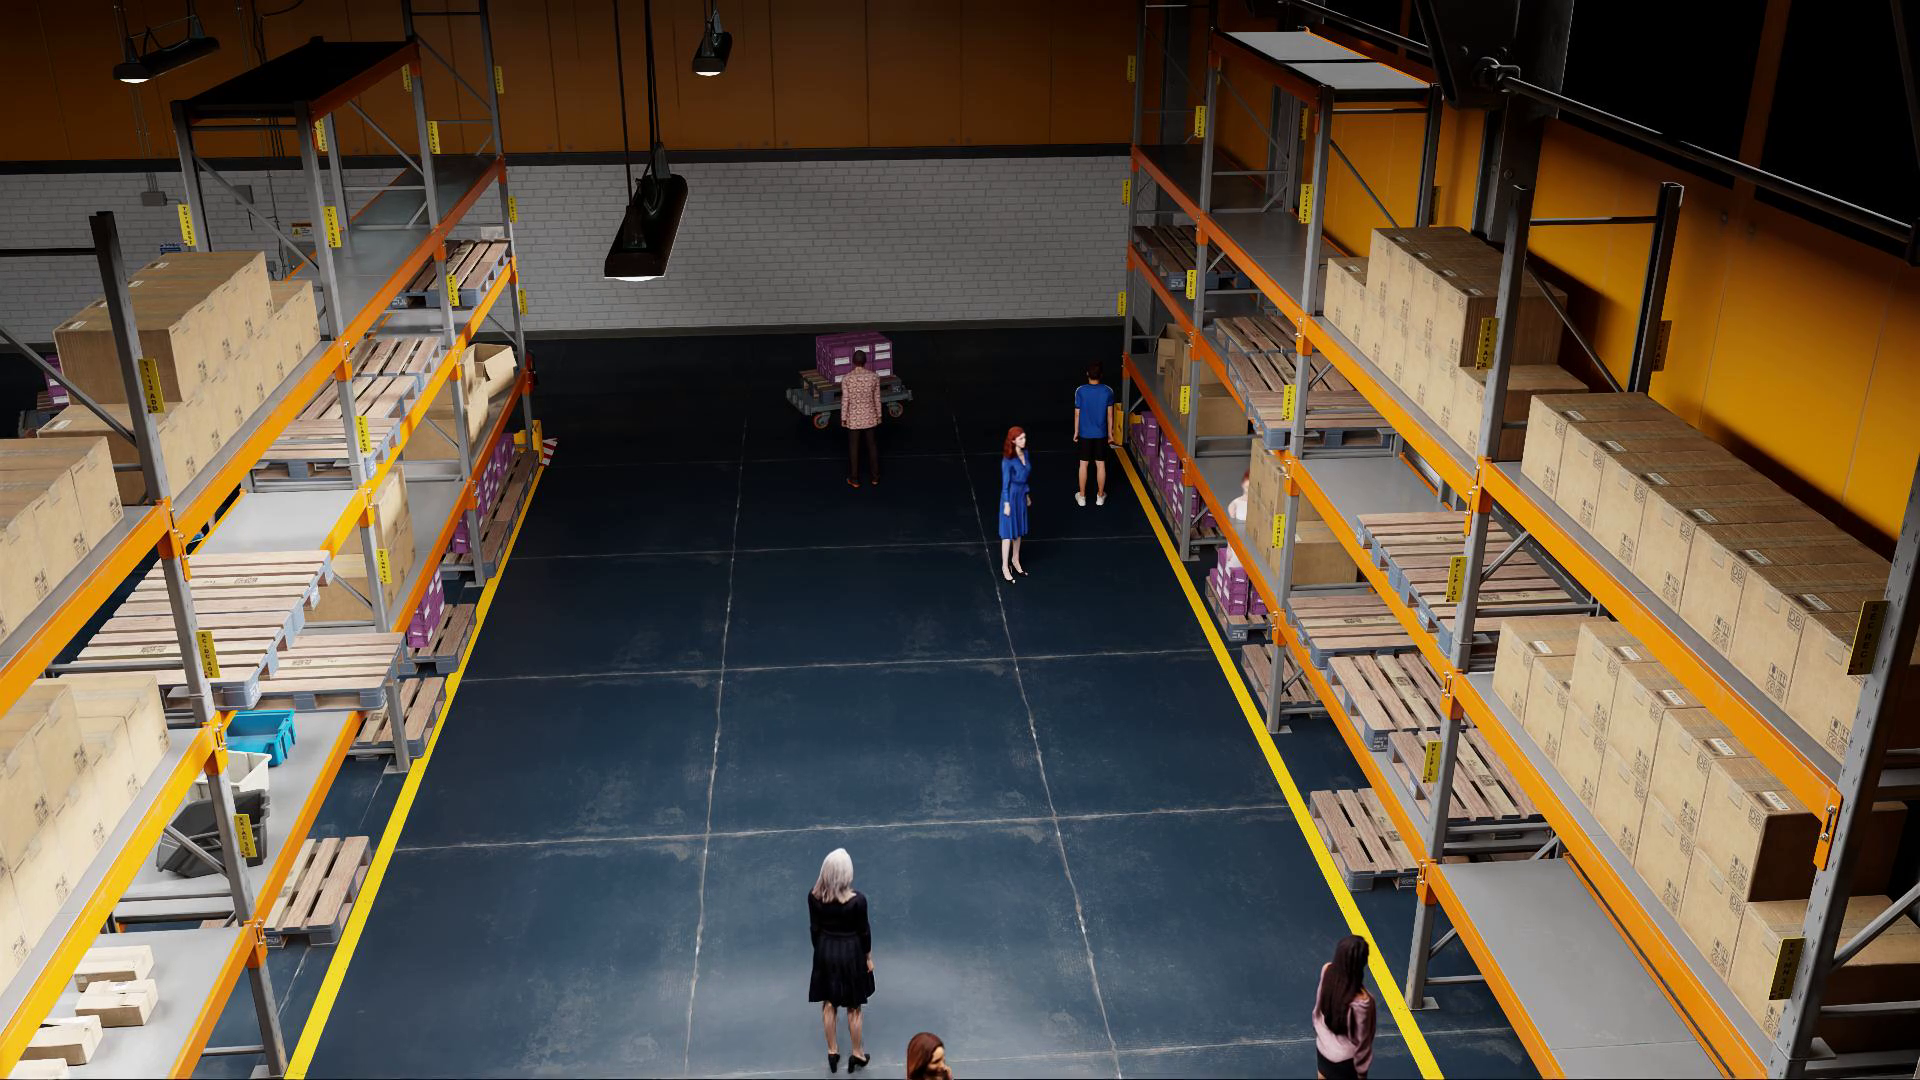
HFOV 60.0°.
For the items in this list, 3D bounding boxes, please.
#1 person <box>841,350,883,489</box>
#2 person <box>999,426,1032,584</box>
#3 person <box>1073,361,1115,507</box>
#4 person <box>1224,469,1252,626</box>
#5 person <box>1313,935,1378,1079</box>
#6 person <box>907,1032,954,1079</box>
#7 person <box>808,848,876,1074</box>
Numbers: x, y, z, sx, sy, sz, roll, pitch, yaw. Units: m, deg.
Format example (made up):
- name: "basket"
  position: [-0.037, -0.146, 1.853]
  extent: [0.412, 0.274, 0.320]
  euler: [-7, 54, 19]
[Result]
- name: "person"
  position: [-1.264, -1.559, 21.319]
  extent: [0.738, 1.808, 0.648]
  euler: [-6, 24, -15]
- name: "person"
  position: [0.618, -0.413, 18.672]
  extent: [0.769, 1.829, 0.705]
  euler: [18, 29, 35]
- name: "person"
  position: [1.656, -1.345, 20.758]
  extent: [0.662, 1.866, 0.571]
  euler: [-1, 24, -2]
- name: "person"
  position: [3.000, 0.093, 17.561]
  extent: [0.552, 1.791, 0.494]
  euler: [-2, 24, -5]
- name: "person"
  position: [2.365, 3.226, 10.370]
  extent: [0.751, 1.810, 0.602]
  euler: [-12, 26, -25]
- name: "person"
  position: [-0.222, 3.569, 9.559]
  extent: [0.752, 1.832, 0.679]
  euler: [15, 28, 30]
- name: "person"
  position: [-0.809, 2.853, 11.306]
  extent: [0.668, 1.746, 0.662]
  euler: [5, 24, 11]
